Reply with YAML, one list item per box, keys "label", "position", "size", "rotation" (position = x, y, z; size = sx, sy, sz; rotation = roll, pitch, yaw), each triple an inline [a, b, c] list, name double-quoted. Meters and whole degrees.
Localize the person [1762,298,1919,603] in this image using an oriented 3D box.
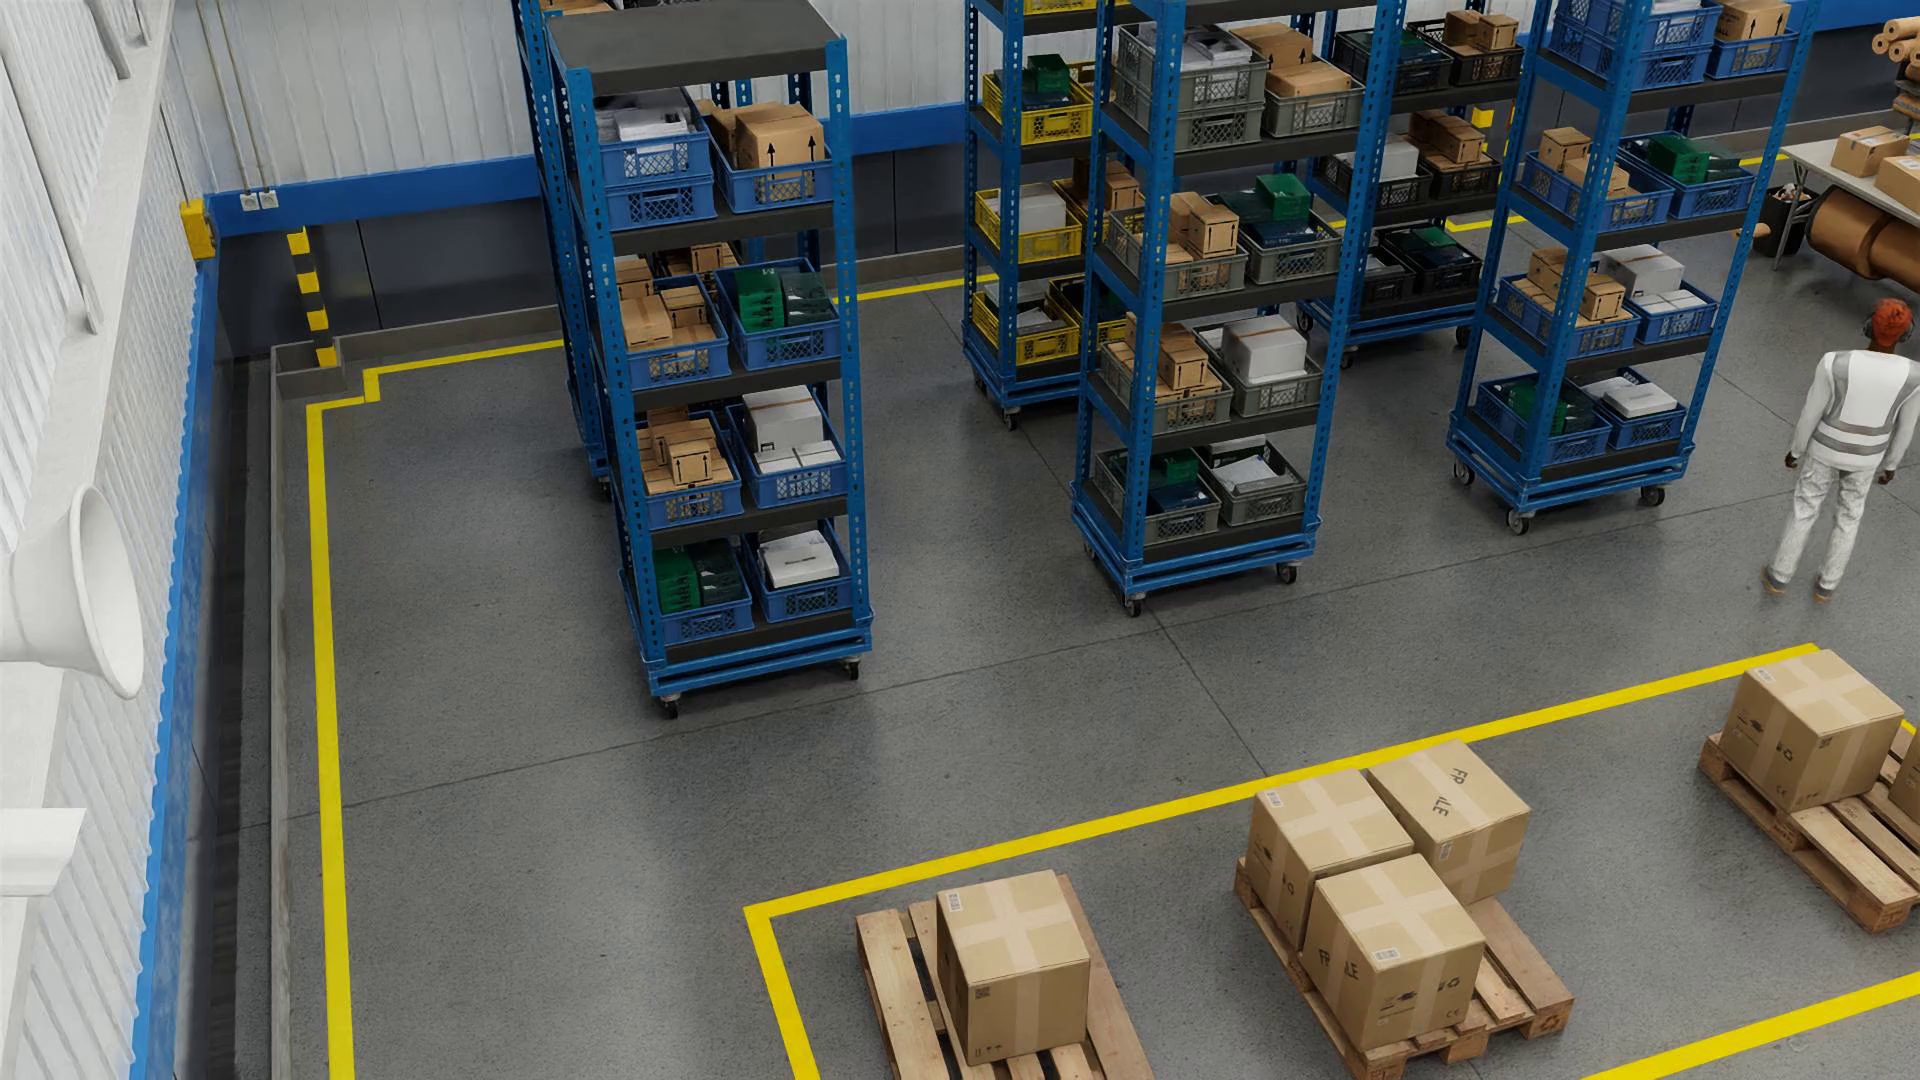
- label: "person"
  position: [4.965, -0.480, 9.335]
  size: [0.582, 1.880, 0.337]
  rotation: [11, 37, 15]
